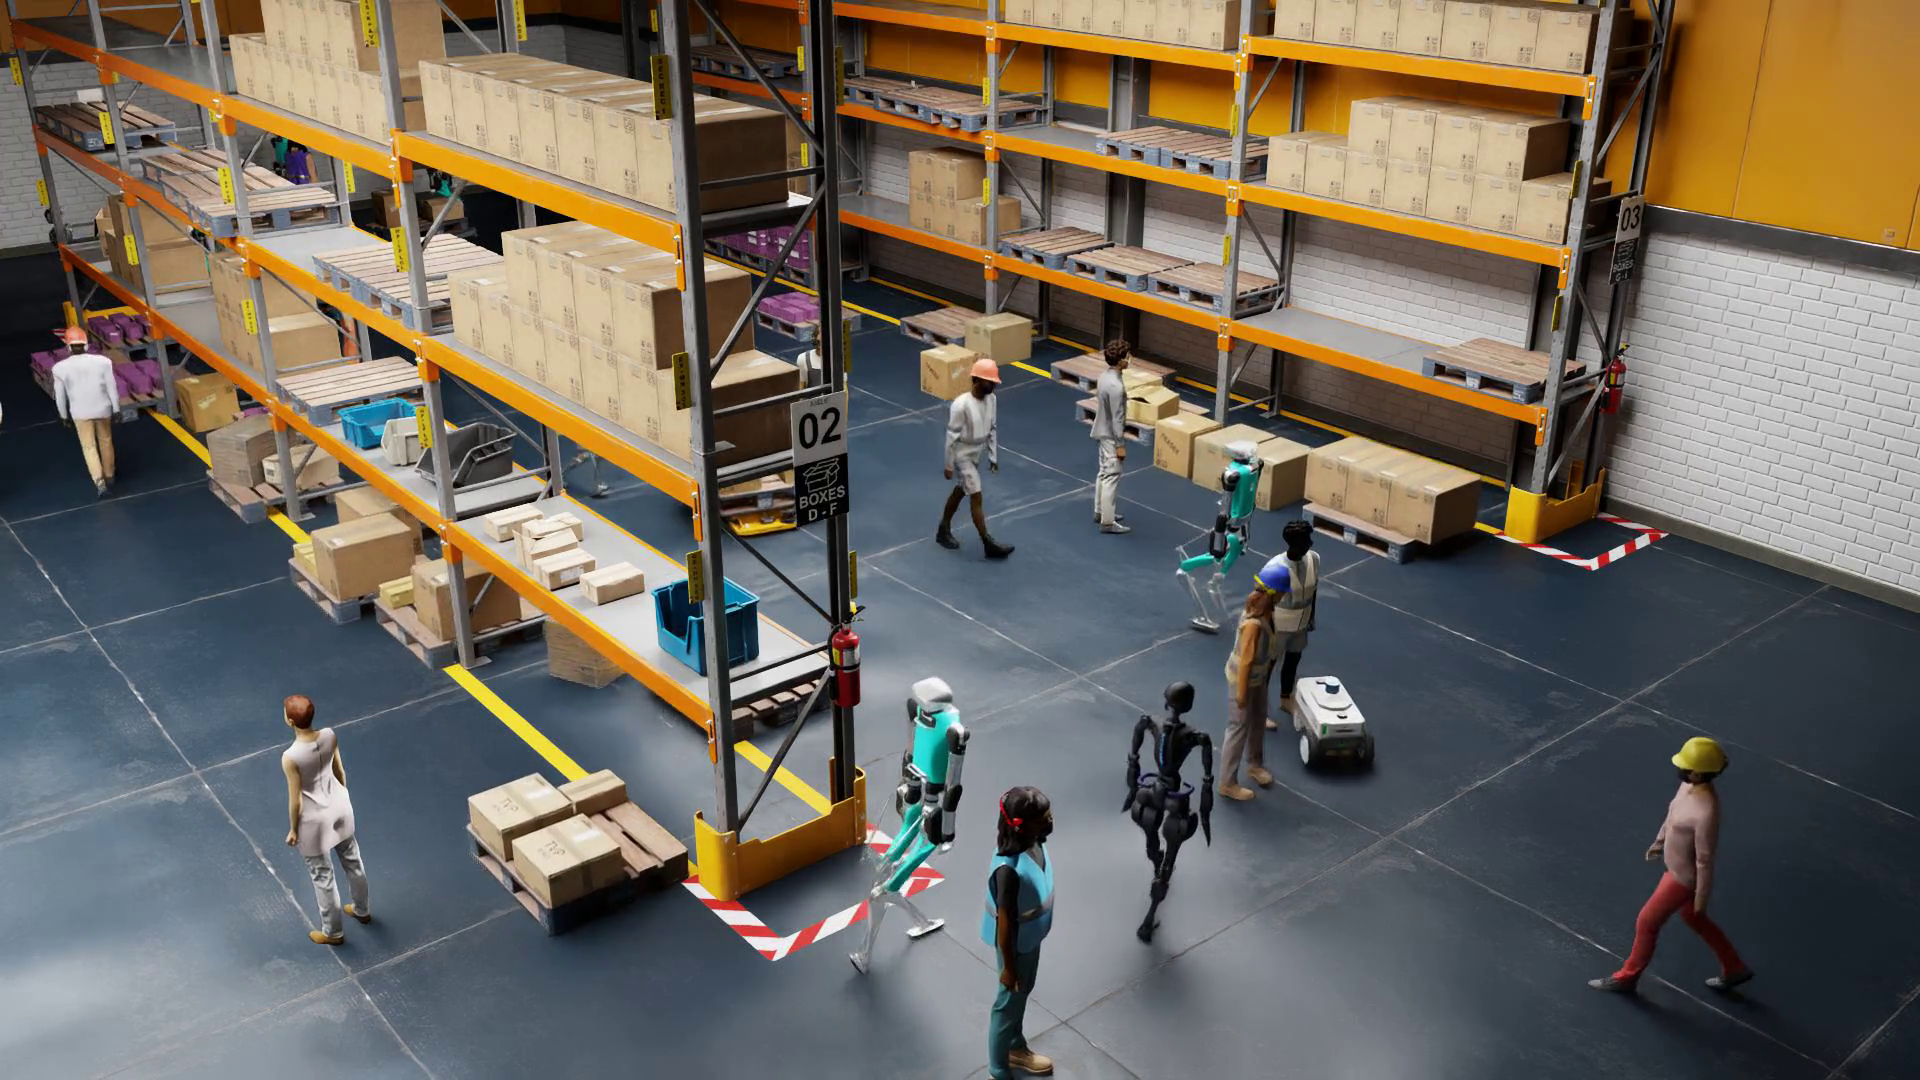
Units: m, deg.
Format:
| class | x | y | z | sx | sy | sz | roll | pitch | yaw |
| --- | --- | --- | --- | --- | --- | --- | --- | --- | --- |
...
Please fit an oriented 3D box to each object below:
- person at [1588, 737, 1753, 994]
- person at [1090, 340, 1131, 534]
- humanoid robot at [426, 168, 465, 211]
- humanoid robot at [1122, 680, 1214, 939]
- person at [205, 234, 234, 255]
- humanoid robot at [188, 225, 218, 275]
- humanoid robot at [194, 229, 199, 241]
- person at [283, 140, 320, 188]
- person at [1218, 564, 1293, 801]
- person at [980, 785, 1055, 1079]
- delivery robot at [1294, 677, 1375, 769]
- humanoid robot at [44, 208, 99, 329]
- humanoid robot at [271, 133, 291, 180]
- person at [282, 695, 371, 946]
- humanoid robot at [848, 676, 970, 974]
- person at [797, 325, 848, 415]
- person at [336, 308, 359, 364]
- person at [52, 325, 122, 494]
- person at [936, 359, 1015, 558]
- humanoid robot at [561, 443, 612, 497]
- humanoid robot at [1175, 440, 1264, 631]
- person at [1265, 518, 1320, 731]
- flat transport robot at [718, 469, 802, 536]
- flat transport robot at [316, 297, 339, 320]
| class | x | y | z | sx | sy | sz | roll | pitch | yaw |
| --- | --- | --- | --- | --- | --- | --- | --- | --- | --- |
| person | 4.185 | 1.877 | 9.456 | 0.859 | 1.735 | 0.515 | 7 | 24 | 16 |
| person | 1.434 | -0.993 | 15.902 | 0.396 | 1.891 | 0.544 | -4 | 24 | -10 |
| humanoid robot | -8.407 | -5.839 | 27.334 | 0.875 | 1.786 | 0.543 | 7 | 24 | 15 |
| humanoid robot | 1.293 | 1.594 | 10.218 | 0.609 | 1.623 | 0.741 | 14 | 27 | 29 |
| person | -10.048 | -4.041 | 22.954 | 0.460 | 1.885 | 0.653 | 17 | 29 | 34 |
| humanoid robot | -10.253 | -3.895 | 22.872 | 0.543 | 1.849 | 0.680 | -15 | 28 | -31 |
| humanoid robot | -11.586 | -4.650 | 24.718 | 0.599 | 1.642 | 0.793 | 11 | 26 | 23 |
| person | -10.422 | -5.567 | 26.439 | 0.549 | 1.929 | 0.405 | 7 | 24 | 17 |
| person | 2.040 | 0.967 | 11.525 | 0.403 | 1.754 | 0.540 | 10 | 25 | 22 |
| person | 0.311 | 2.108 | 8.748 | 0.382 | 1.865 | 0.527 | 9 | 25 | 19 |
| delivery robot | 2.722 | 1.327 | 12.233 | 0.499 | 0.614 | 0.812 | -2 | 23 | -5 |
| humanoid robot | -12.061 | -3.689 | 22.468 | 0.778 | 1.615 | 0.613 | -16 | 28 | -33 |
| humanoid robot | -11.225 | -5.882 | 27.397 | 0.539 | 1.739 | 0.950 | 14 | 27 | 29 |
| person | -3.852 | 1.671 | 10.015 | 0.283 | 1.661 | 0.449 | 12 | 26 | 25 |
| humanoid robot | -0.415 | 1.729 | 9.829 | 0.927 | 1.807 | 0.547 | -15 | 28 | -31 |
| person | -1.363 | -1.277 | 16.629 | 0.501 | 1.838 | 0.340 | -2 | 23 | -5 |
| person | -7.334 | -2.720 | 20.068 | 0.332 | 1.761 | 0.491 | 2 | 23 | 6 |
| person | -8.817 | -1.321 | 16.862 | 0.567 | 1.726 | 0.760 | -14 | 27 | -30 |
| person | 0.136 | -0.757 | 15.356 | 0.917 | 1.879 | 0.566 | 15 | 27 | 30 |
| humanoid robot | -3.852 | -1.245 | 16.753 | 1.021 | 1.751 | 0.565 | 9 | 25 | 20 |
| humanoid robot | 2.092 | -0.005 | 13.851 | 0.746 | 1.816 | 0.540 | 17 | 29 | 34 |
| person | 2.447 | 0.612 | 12.434 | 0.531 | 1.690 | 0.321 | -14 | 27 | -29 |
| flat transport robot | -2.113 | -0.400 | 16.570 | 0.659 | 0.231 | 1.431 | -10 | 25 | -21 |
| flat transport robot | -8.682 | -3.205 | 23.066 | 1.431 | 0.231 | 0.659 | 4 | 24 | 10 |
